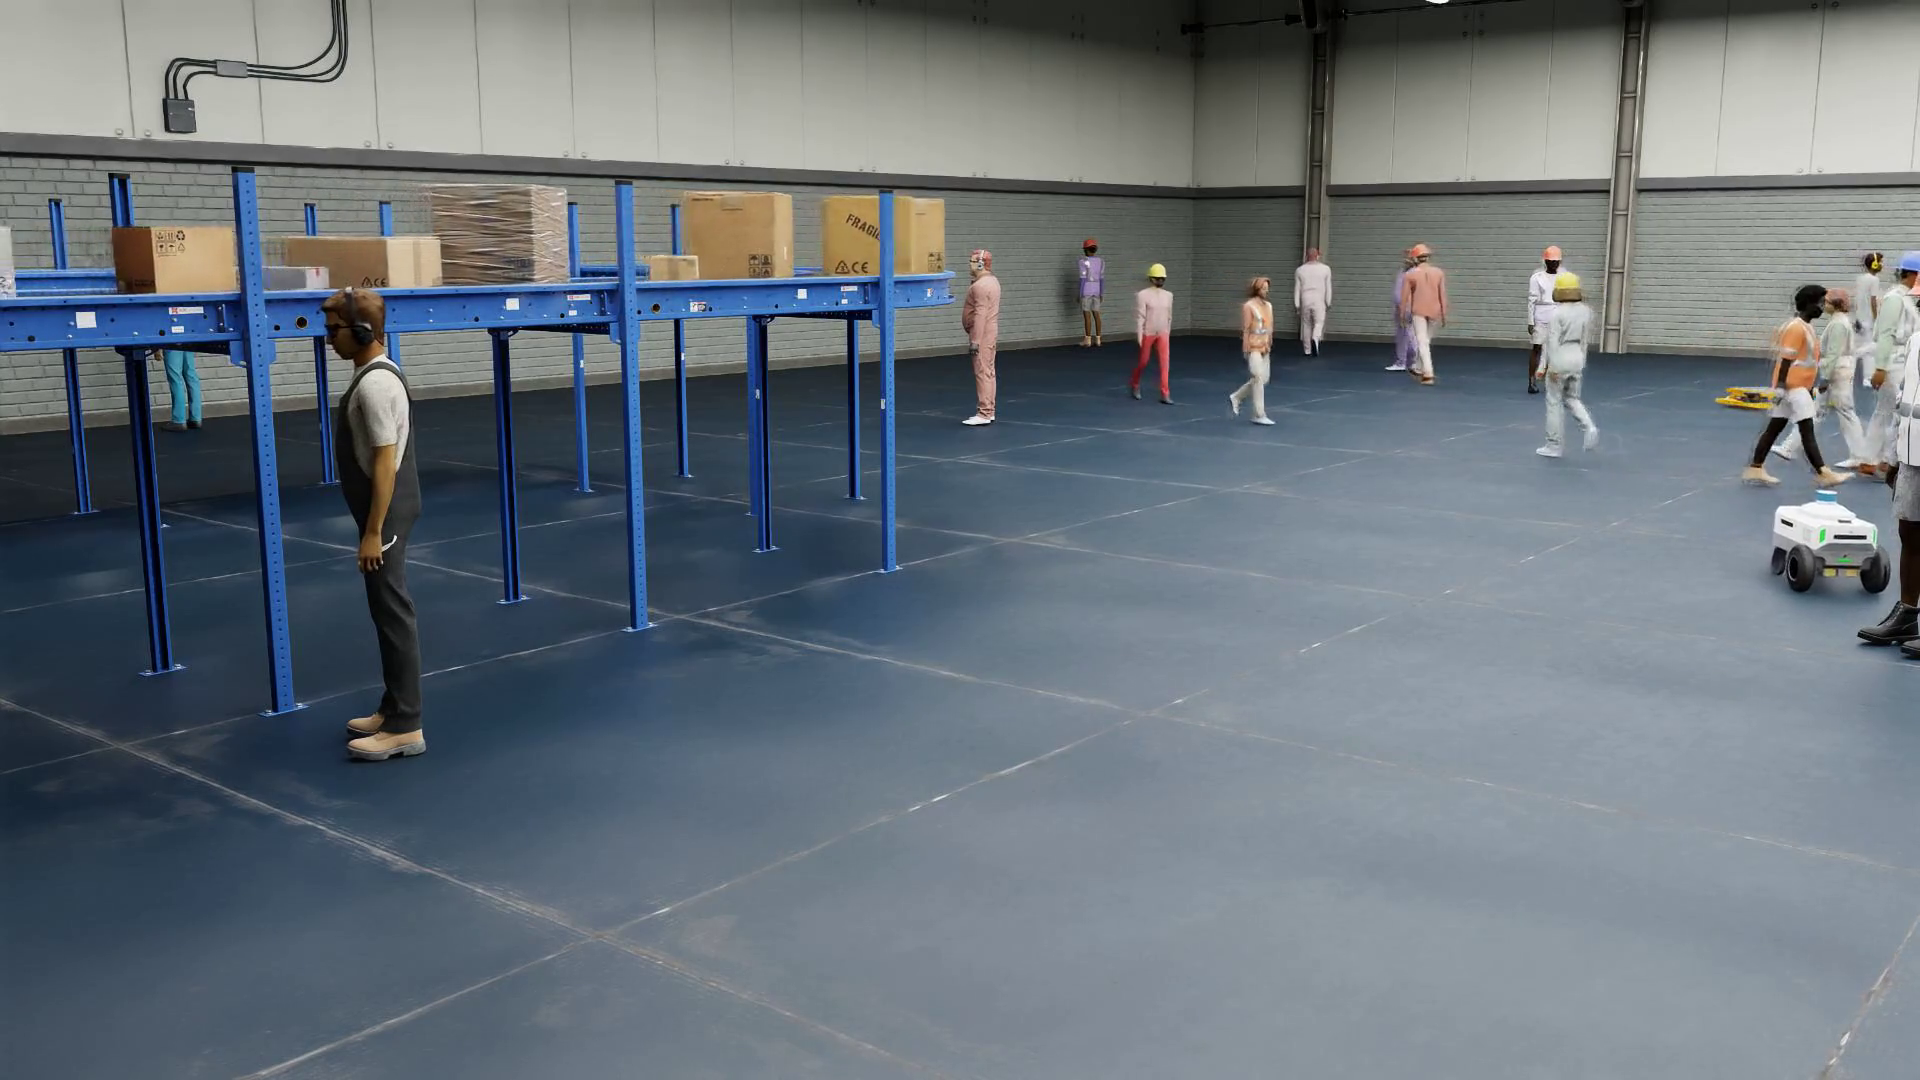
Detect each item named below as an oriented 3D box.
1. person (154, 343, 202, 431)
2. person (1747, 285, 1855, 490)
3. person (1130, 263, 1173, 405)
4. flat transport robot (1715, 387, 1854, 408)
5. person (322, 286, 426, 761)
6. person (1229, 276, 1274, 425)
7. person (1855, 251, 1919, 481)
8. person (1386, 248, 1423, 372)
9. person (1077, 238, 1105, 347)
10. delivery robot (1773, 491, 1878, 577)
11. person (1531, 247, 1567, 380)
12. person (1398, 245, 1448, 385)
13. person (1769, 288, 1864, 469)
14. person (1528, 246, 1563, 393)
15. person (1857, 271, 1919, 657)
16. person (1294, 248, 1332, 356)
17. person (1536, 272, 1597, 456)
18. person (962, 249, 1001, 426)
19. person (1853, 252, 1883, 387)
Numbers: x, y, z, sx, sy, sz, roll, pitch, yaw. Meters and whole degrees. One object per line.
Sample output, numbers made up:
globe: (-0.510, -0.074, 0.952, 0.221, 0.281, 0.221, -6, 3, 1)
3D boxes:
person: (-8.357, -2.100, 17.774, 0.386, 1.845, 0.567, 3, 11, 17)
person: (6.873, -1.234, 13.495, 0.863, 1.645, 0.545, 7, 12, 34)
person: (2.412, -2.603, 20.889, 0.526, 1.741, 0.852, -4, 11, -20)
flat transport robot: (10.065, -1.748, 20.305, 1.431, 0.197, 0.652, -2, 10, -12)
person: (-2.297, -0.070, 6.542, 0.346, 1.842, 0.506, -3, 11, -17)
person: (3.234, -2.097, 18.383, 0.608, 1.623, 0.520, 9, 14, 42)
person: (7.874, -1.433, 13.870, 0.641, 1.915, 0.623, 8, 13, 39)
person: (6.881, -3.518, 25.540, 0.425, 1.884, 0.733, -3, 11, -14)
person: (2.465, -4.711, 31.697, 0.615, 2.040, 0.391, -8, 13, -36)
delivery robot: (5.112, -0.048, 9.842, 0.477, 0.478, 0.707, 1, 10, 5)
person: (8.594, -3.303, 24.235, 0.670, 1.920, 0.635, -6, 12, -32)
person: (6.508, -3.198, 23.591, 0.642, 1.933, 1.052, -2, 10, -13)
person: (7.720, -1.444, 14.839, 0.861, 1.585, 0.536, 5, 11, 24)
person: (7.810, -2.917, 22.049, 0.551, 1.935, 0.371, -1, 10, -6)
person: (4.723, -0.401, 8.106, 0.365, 1.935, 0.552, -2, 10, -10)
person: (6.147, -4.155, 29.047, 0.649, 1.885, 0.751, 3, 11, 18)
person: (5.688, -1.631, 15.500, 0.495, 1.725, 0.525, -4, 11, -23)
person: (0.222, -2.223, 18.276, 0.408, 1.913, 0.644, 2, 10, 13)
person: (12.536, -3.059, 23.071, 0.699, 1.855, 0.524, 2, 10, 11)
